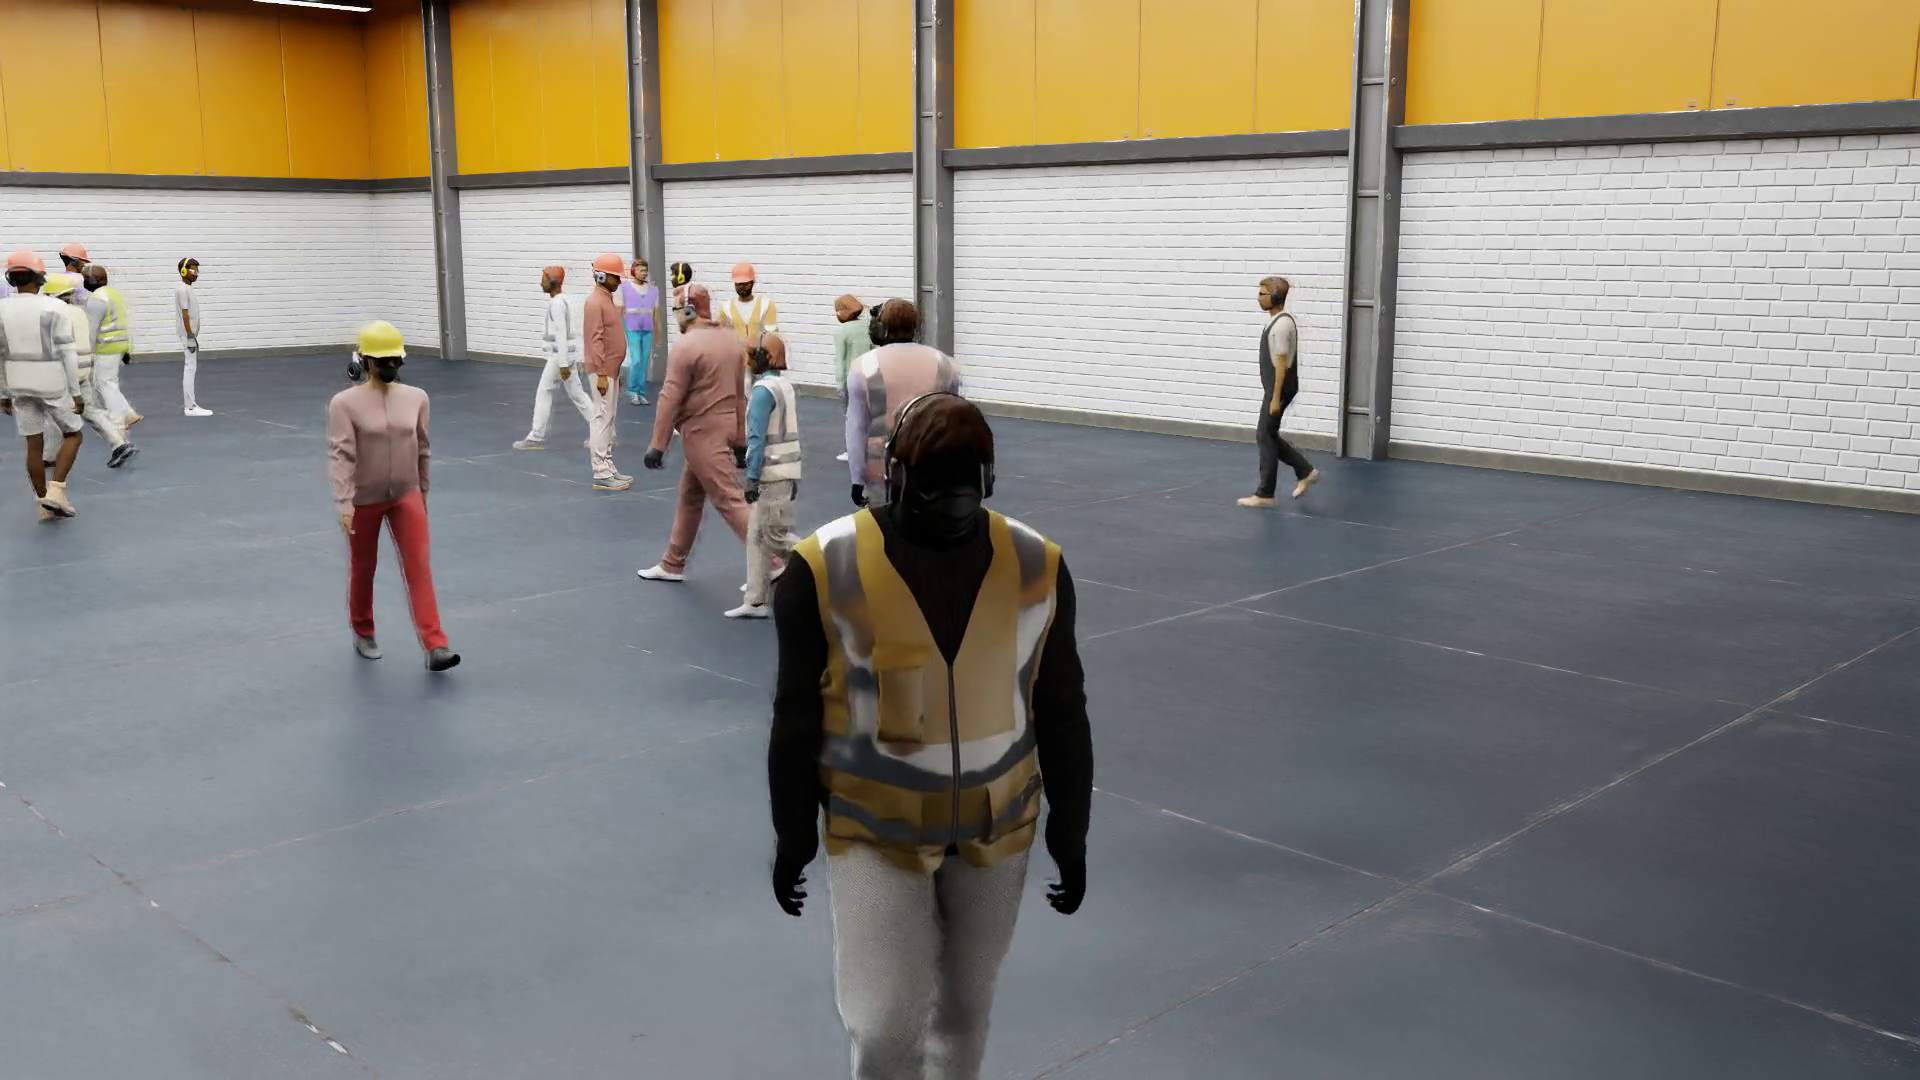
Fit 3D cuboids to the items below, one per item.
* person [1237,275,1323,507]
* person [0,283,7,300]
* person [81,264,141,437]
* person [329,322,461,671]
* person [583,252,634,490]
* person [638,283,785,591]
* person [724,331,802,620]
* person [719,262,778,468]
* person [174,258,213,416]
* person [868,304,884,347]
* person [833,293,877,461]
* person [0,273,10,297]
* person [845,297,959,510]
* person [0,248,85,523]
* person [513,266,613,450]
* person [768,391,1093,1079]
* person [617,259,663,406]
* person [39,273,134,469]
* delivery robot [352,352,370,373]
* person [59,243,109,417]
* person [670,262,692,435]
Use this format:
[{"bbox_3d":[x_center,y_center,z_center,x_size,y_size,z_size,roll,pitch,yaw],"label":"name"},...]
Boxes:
[{"bbox_3d":[2.521,-1.151,13.003,0.568,1.829,0.514,1,10,5],"label":"person"},{"bbox_3d":[-12.598,-2.733,21.565,0.698,1.870,1.065,2,11,8],"label":"person"},{"bbox_3d":[-9.058,-2.001,17.644,0.444,1.824,0.647,-2,11,-11],"label":"person"},{"bbox_3d":[-2.809,-0.202,8.141,0.537,1.711,0.943,-8,13,-38],"label":"person"},{"bbox_3d":[-2.973,-1.422,14.049,0.392,1.986,0.610,0,10,-2],"label":"person"},{"bbox_3d":[-1.501,-0.614,10.026,1.026,1.858,0.645,3,11,17],"label":"person"},{"bbox_3d":[-0.951,-0.343,9.172,0.682,1.610,0.528,1,10,5],"label":"person"},{"bbox_3d":[-1.964,-1.651,15.573,0.558,1.900,0.978,0,10,-3],"label":"person"},{"bbox_3d":[-9.108,-2.399,19.711,0.327,1.865,0.518,-4,11,-23],"label":"person"},{"bbox_3d":[-0.465,-0.674,10.760,0.318,1.697,0.536,-5,11,-24],"label":"person"},{"bbox_3d":[-0.915,-1.494,15.488,0.525,1.598,0.745,-8,13,-38],"label":"person"},{"bbox_3d":[-13.857,-3.193,23.986,0.667,1.873,0.876,2,11,10],"label":"person"},{"bbox_3d":[-0.290,-0.363,8.754,0.633,1.815,0.809,-4,11,-20],"label":"person"},{"bbox_3d":[-6.807,-1.126,12.299,0.646,2.032,0.405,0,10,-2],"label":"person"},{"bbox_3d":[-3.960,-1.814,16.605,0.970,1.840,0.589,-1,10,-5],"label":"person"},{"bbox_3d":[-0.032,0.621,3.337,0.659,1.824,0.591,-3,11,-16],"label":"person"},{"bbox_3d":[-4.000,-2.587,20.815,0.611,1.828,0.493,-9,14,-41],"label":"person"},{"bbox_3d":[-8.060,-1.526,15.138,0.883,1.804,0.593,1,10,3],"label":"person"},{"bbox_3d":[-8.600,-2.661,24.455,0.707,0.478,0.477,7,13,34],"label":"delivery robot"},{"bbox_3d":[-10.312,-2.442,19.481,0.605,2.034,0.391,5,12,25],"label":"person"},{"bbox_3d":[-2.864,-2.041,17.779,0.583,1.853,0.539,0,10,-1],"label":"person"}]
